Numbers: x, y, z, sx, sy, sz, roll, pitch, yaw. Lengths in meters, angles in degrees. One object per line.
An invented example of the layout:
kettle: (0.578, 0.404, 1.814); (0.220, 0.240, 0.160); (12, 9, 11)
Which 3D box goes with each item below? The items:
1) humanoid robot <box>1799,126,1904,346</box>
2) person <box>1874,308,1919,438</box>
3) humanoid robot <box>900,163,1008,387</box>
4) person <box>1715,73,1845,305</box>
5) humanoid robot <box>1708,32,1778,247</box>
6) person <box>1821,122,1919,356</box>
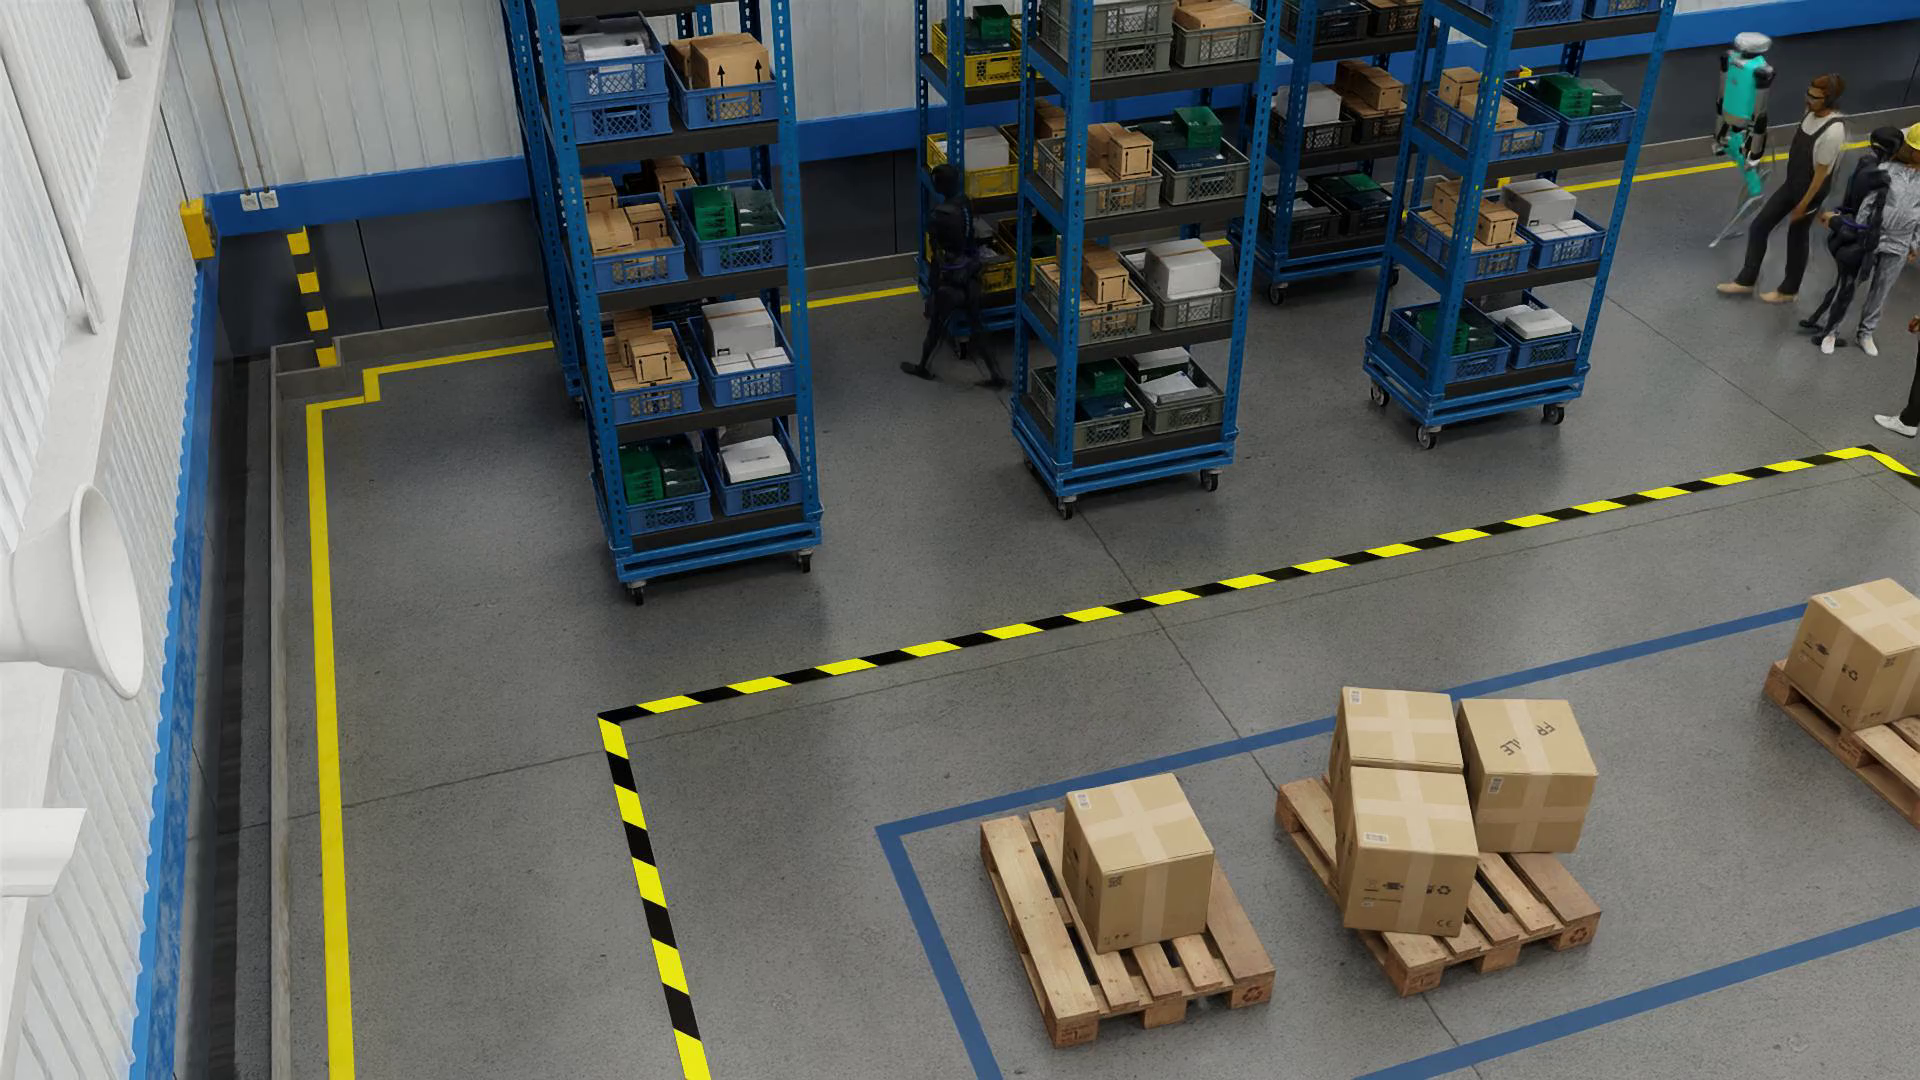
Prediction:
humanoid robot: (6.399, -2.160, 11.892); (0.319, 1.645, 0.609); (3, 35, 4)
person: (6.473, -1.534, 10.856); (0.587, 1.853, 0.390); (-11, 37, -16)
humanoid robot: (-0.017, -1.800, 11.437); (0.799, 1.617, 0.609); (19, 39, 25)
person: (6.140, -2.579, 12.365); (0.748, 1.817, 0.527); (-1, 35, -2)
humanoid robot: (6.376, -3.176, 13.327); (0.779, 1.827, 0.548); (-11, 37, -15)
person: (6.563, -2.123, 11.785); (0.484, 1.743, 0.295); (4, 35, 6)
